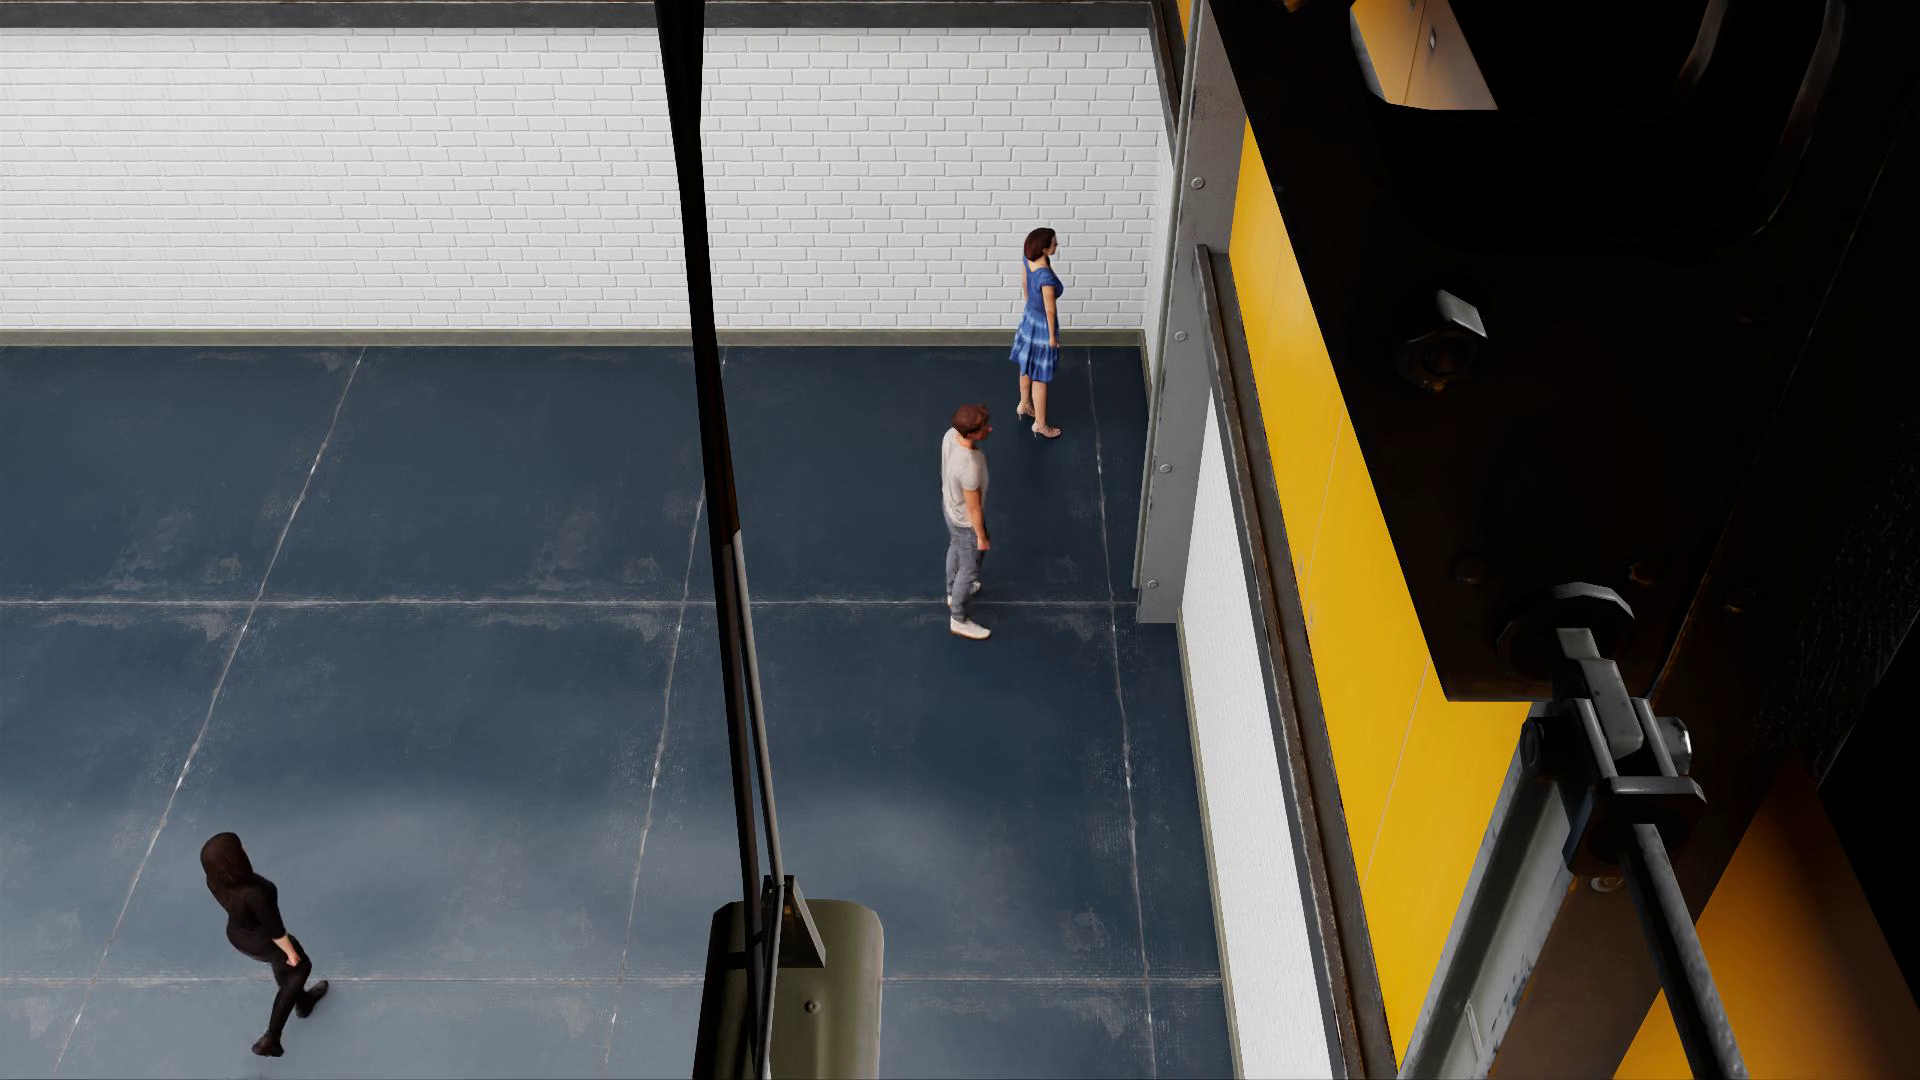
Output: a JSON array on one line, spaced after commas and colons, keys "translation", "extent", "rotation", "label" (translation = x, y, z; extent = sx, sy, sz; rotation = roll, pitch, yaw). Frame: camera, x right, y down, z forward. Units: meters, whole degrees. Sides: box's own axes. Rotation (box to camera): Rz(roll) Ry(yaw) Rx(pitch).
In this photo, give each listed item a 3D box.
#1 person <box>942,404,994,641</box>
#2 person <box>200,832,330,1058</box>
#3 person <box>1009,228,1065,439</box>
[{"translation": [0.028, -0.197, 10.955], "extent": [0.832, 1.882, 0.576], "rotation": [-16, 46, -16], "label": "person"}, {"translation": [-3.690, 2.135, 8.691], "extent": [0.767, 1.629, 0.919], "rotation": [17, 46, 17], "label": "person"}, {"translation": [0.603, -1.554, 12.435], "extent": [0.807, 1.806, 0.658], "rotation": [-16, 46, -17], "label": "person"}]
